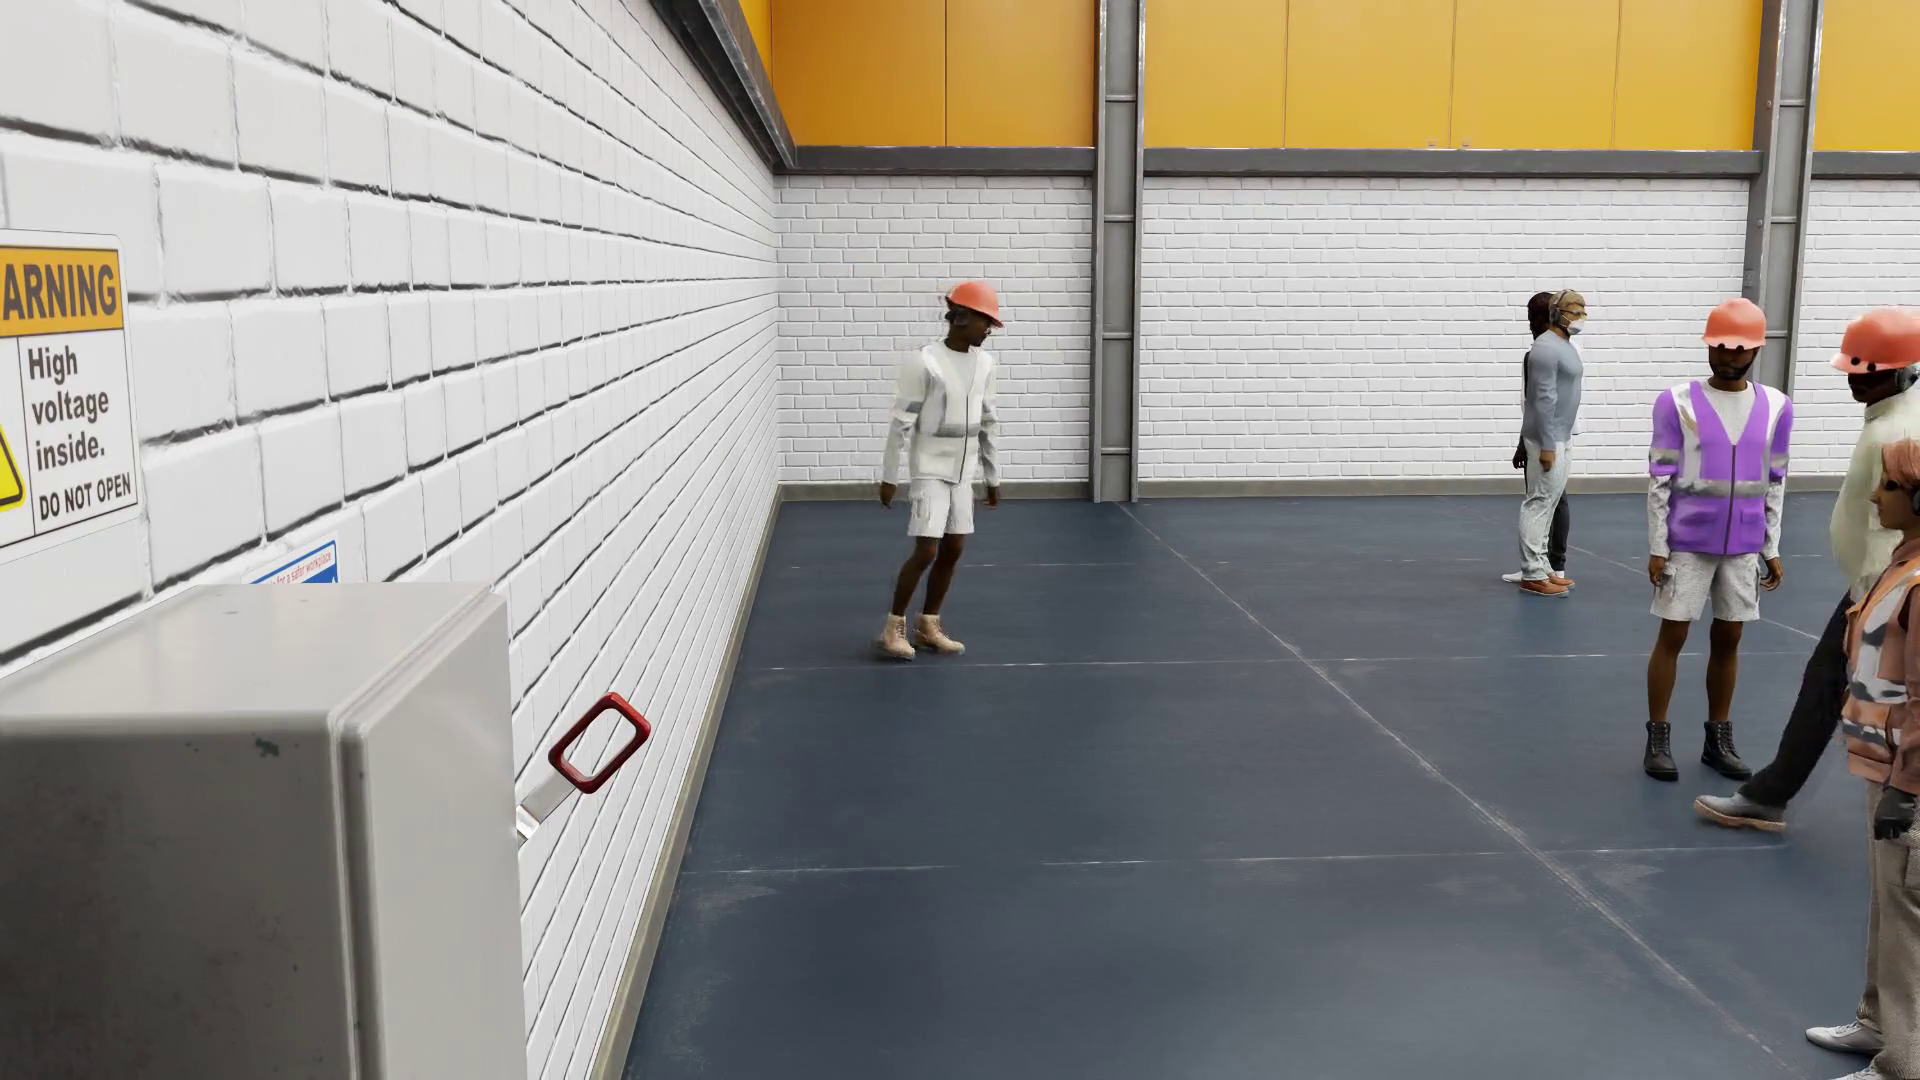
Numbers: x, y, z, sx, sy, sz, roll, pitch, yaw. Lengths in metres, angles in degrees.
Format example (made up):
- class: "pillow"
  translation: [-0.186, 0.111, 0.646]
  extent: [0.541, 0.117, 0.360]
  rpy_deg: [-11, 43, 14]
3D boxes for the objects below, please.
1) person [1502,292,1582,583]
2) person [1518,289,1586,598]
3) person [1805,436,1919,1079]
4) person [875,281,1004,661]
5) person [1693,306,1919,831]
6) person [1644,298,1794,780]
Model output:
- class: "person"
  translation: [3.842, -0.660, 10.902]
  extent: [0.391, 1.913, 0.587]
  rpy_deg: [9, 13, 44]
- class: "person"
  translation: [3.760, -0.615, 10.555]
  extent: [0.375, 1.936, 0.627]
  rpy_deg: [5, 10, 30]
- class: "person"
  translation: [2.310, 0.564, 4.070]
  extent: [0.308, 1.640, 0.511]
  rpy_deg: [4, 10, 24]
- class: "person"
  translation: [-0.060, -0.355, 8.730]
  extent: [0.641, 1.994, 0.533]
  rpy_deg: [-9, 13, -44]
- class: "person"
  translation: [3.191, 0.164, 5.727]
  extent: [1.032, 1.926, 0.652]
  rpy_deg: [5, 10, 28]
- class: "person"
  translation: [3.027, 0.007, 6.650]
  extent: [0.546, 1.934, 0.376]
  rpy_deg: [1, 9, 3]
